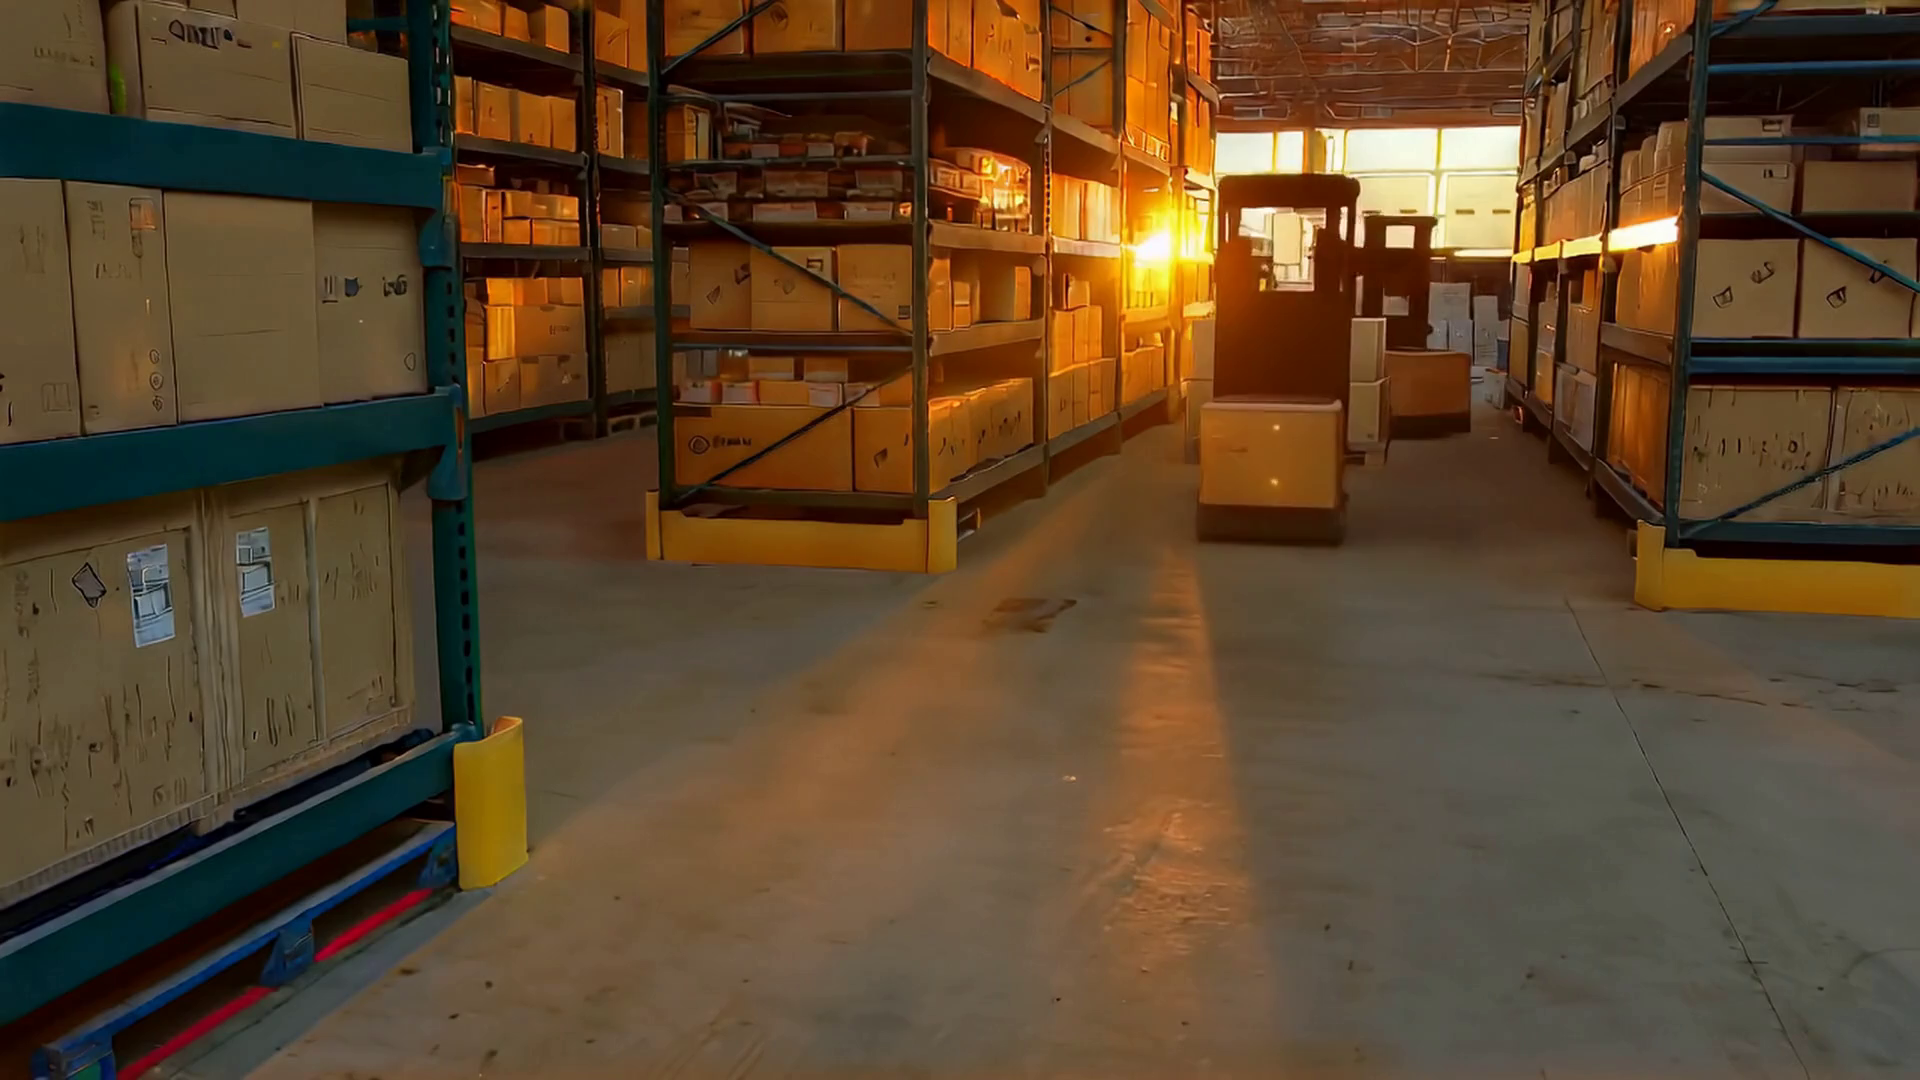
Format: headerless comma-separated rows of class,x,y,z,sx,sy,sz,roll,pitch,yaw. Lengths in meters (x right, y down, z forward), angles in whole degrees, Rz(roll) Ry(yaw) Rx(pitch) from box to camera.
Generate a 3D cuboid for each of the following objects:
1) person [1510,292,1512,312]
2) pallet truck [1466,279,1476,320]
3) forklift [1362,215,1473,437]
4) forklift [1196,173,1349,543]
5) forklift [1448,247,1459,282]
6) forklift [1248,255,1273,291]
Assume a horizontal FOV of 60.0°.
person,19.017,-7.832,56.622,0.743,1.909,0.650,-4,10,-21
pallet truck,18.896,-8.459,60.307,1.885,1.965,0.823,5,10,31
forklift,5.650,-2.794,21.525,1.129,2.768,1.873,-4,10,-26
forklift,2.526,-1.478,13.166,1.129,2.768,1.873,2,9,15
forklift,12.539,-6.285,43.706,1.129,2.768,1.873,6,11,34
forklift,10.552,-8.662,58.803,1.129,2.768,1.873,2,9,15
